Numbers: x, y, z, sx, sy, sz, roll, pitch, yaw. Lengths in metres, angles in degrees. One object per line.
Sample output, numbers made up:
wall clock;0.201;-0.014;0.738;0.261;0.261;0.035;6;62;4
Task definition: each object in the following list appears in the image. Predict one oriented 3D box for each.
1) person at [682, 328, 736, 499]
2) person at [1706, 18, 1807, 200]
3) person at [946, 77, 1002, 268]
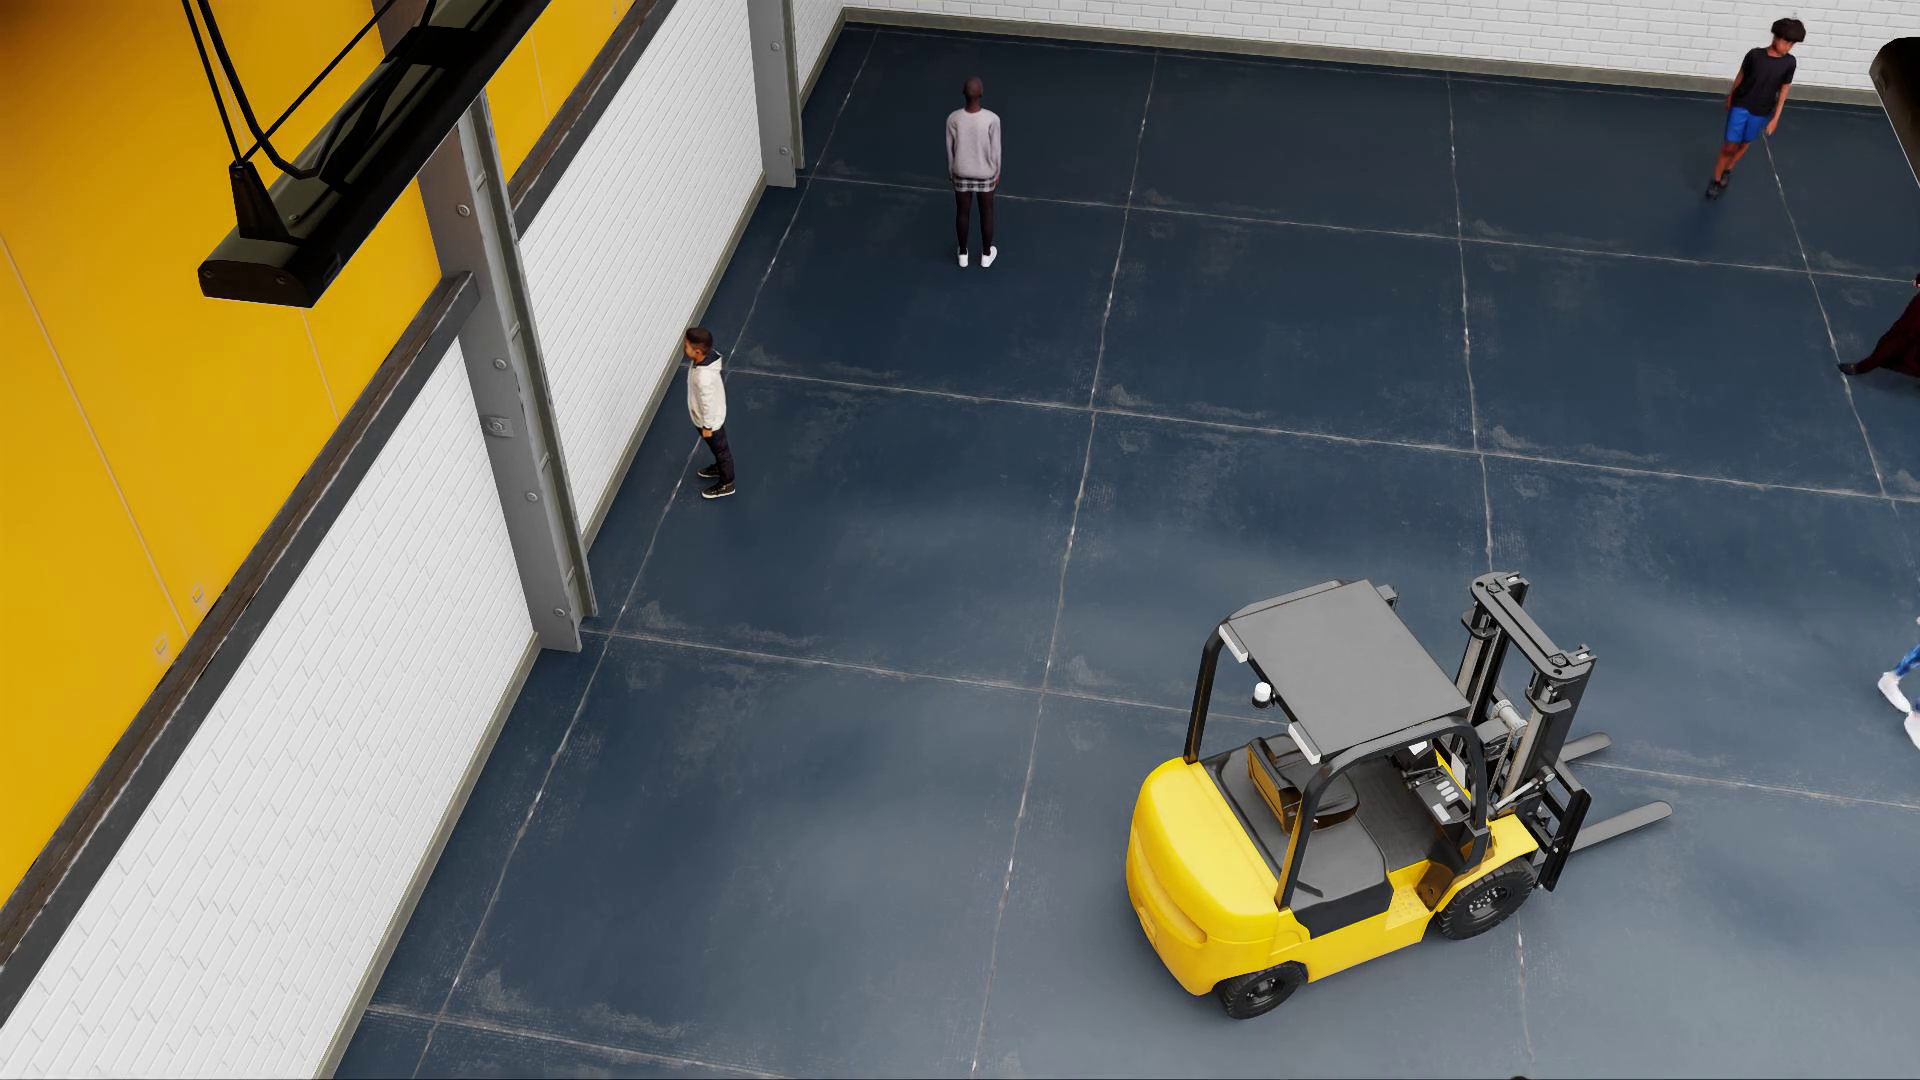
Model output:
person;-1.811;-0.938;12.059;0.705;1.453;0.561;-9;44;-9
person;7.126;-3.939;14.996;0.715;1.748;0.891;21;48;21
person;0.118;-3.115;14.114;0.622;1.771;0.538;5;44;5
